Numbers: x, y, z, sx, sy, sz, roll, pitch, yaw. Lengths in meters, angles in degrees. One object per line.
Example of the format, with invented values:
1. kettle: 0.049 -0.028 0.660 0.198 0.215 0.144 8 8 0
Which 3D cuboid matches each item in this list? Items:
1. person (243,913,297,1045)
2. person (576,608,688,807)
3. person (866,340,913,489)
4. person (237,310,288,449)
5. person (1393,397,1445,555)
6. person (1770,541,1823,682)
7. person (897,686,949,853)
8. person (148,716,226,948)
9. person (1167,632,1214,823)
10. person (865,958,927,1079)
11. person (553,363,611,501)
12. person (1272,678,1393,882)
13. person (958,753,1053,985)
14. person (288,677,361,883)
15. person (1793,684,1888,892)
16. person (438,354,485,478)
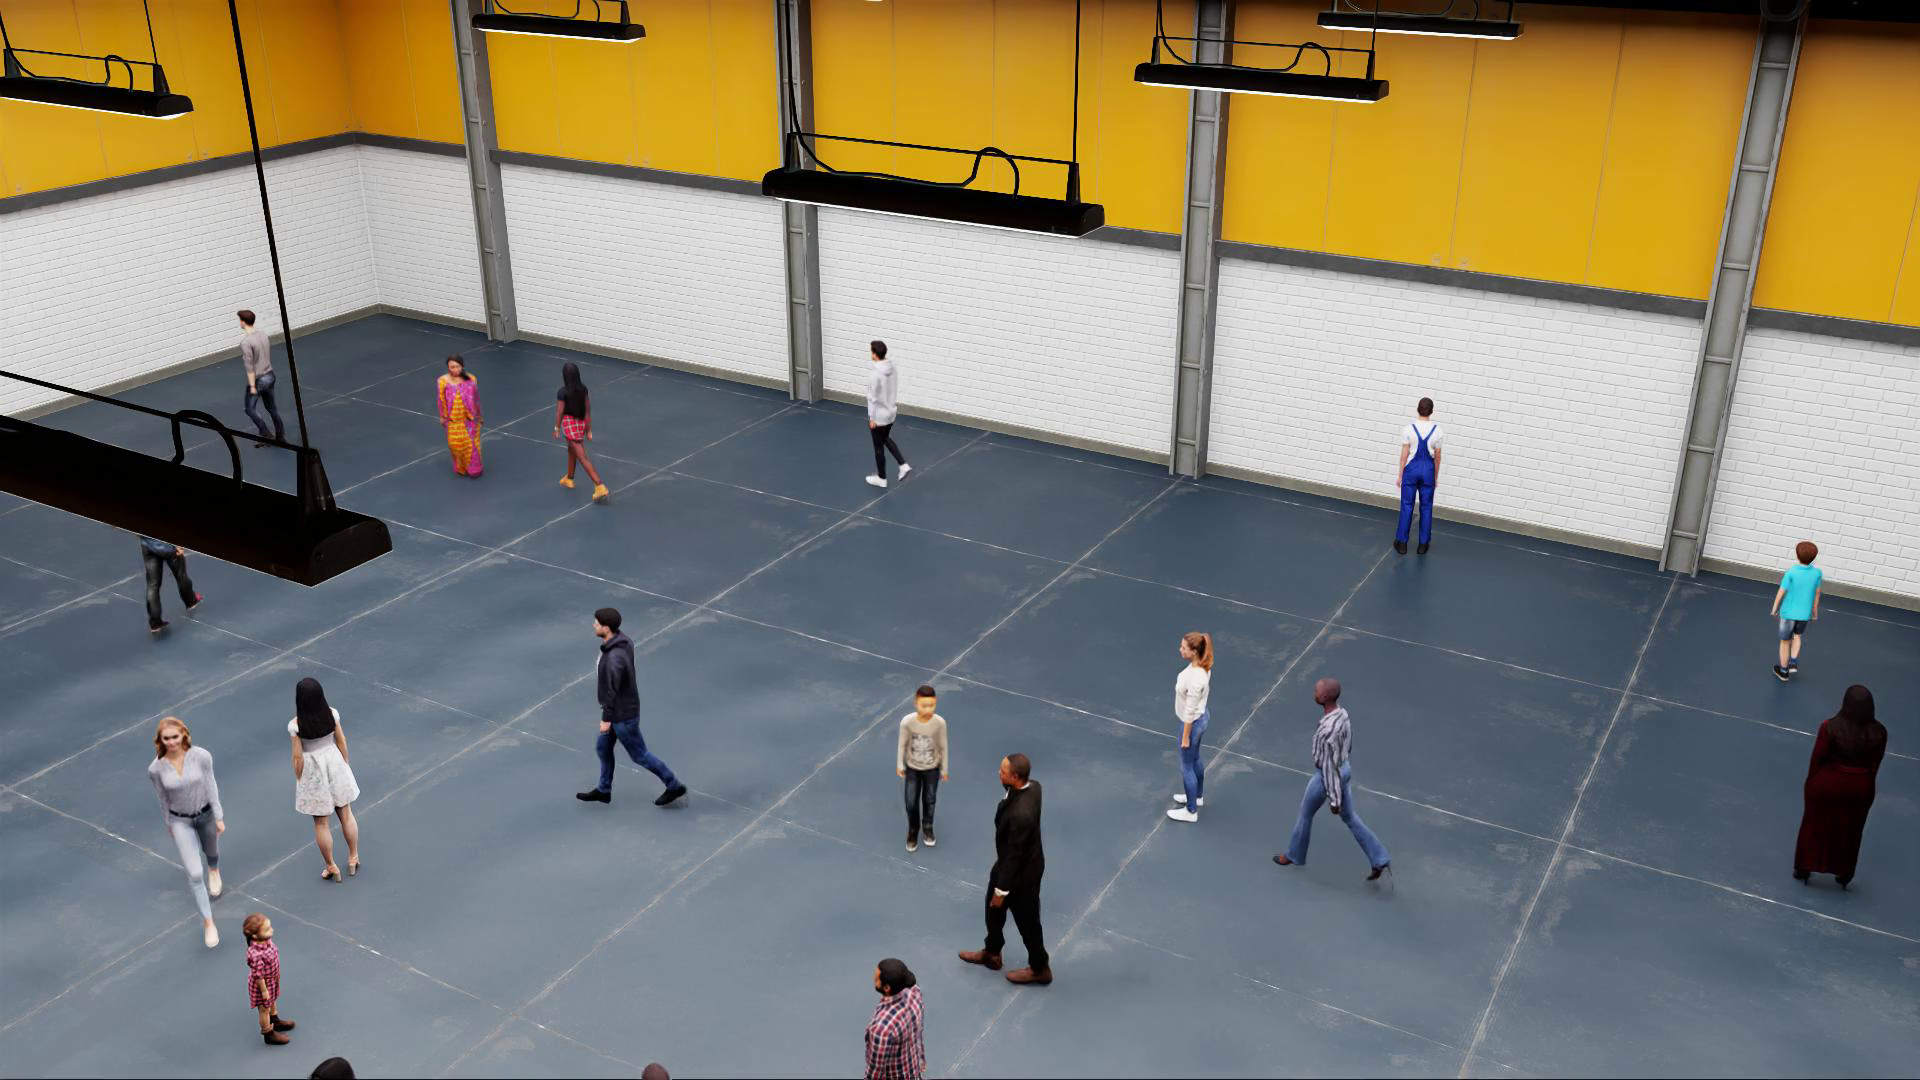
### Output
1. person: -4.788 3.004 11.445 0.545 1.022 0.496 -2 24 -5
2. person: -2.739 1.452 13.961 1.279 1.851 1.135 -3 24 -7
3. person: -0.880 -1.552 20.754 0.856 1.914 0.709 15 28 30
4. person: -9.204 -2.113 22.073 0.720 1.885 0.760 7 25 16
5. person: 5.228 -0.737 18.969 0.630 1.849 0.761 4 24 10
6. person: 8.167 0.708 16.173 0.599 1.442 0.695 0 24 0
7. person: -0.309 1.815 13.626 0.652 1.454 0.731 -2 24 -5
8. person: -5.782 2.098 12.604 1.069 1.755 1.249 -10 26 -22
9. person: 1.955 1.543 13.913 0.591 1.722 0.650 7 25 16
10. person: -0.330 3.277 9.954 1.149 1.717 0.864 7 25 16
11. person: -4.669 -1.301 20.470 1.213 1.681 0.644 15 28 30
12. person: 3.006 1.937 12.987 1.171 1.743 0.708 12 26 26
13. person: 0.517 2.364 11.824 1.072 1.890 0.937 2 24 5
14. person: -5.003 1.876 13.085 0.740 1.774 0.752 -18 29 -36
15. person: 6.881 1.933 12.979 0.673 1.756 0.809 4 24 10
16. person: -6.347 -1.612 21.213 0.846 1.655 0.902 -11 26 -23
